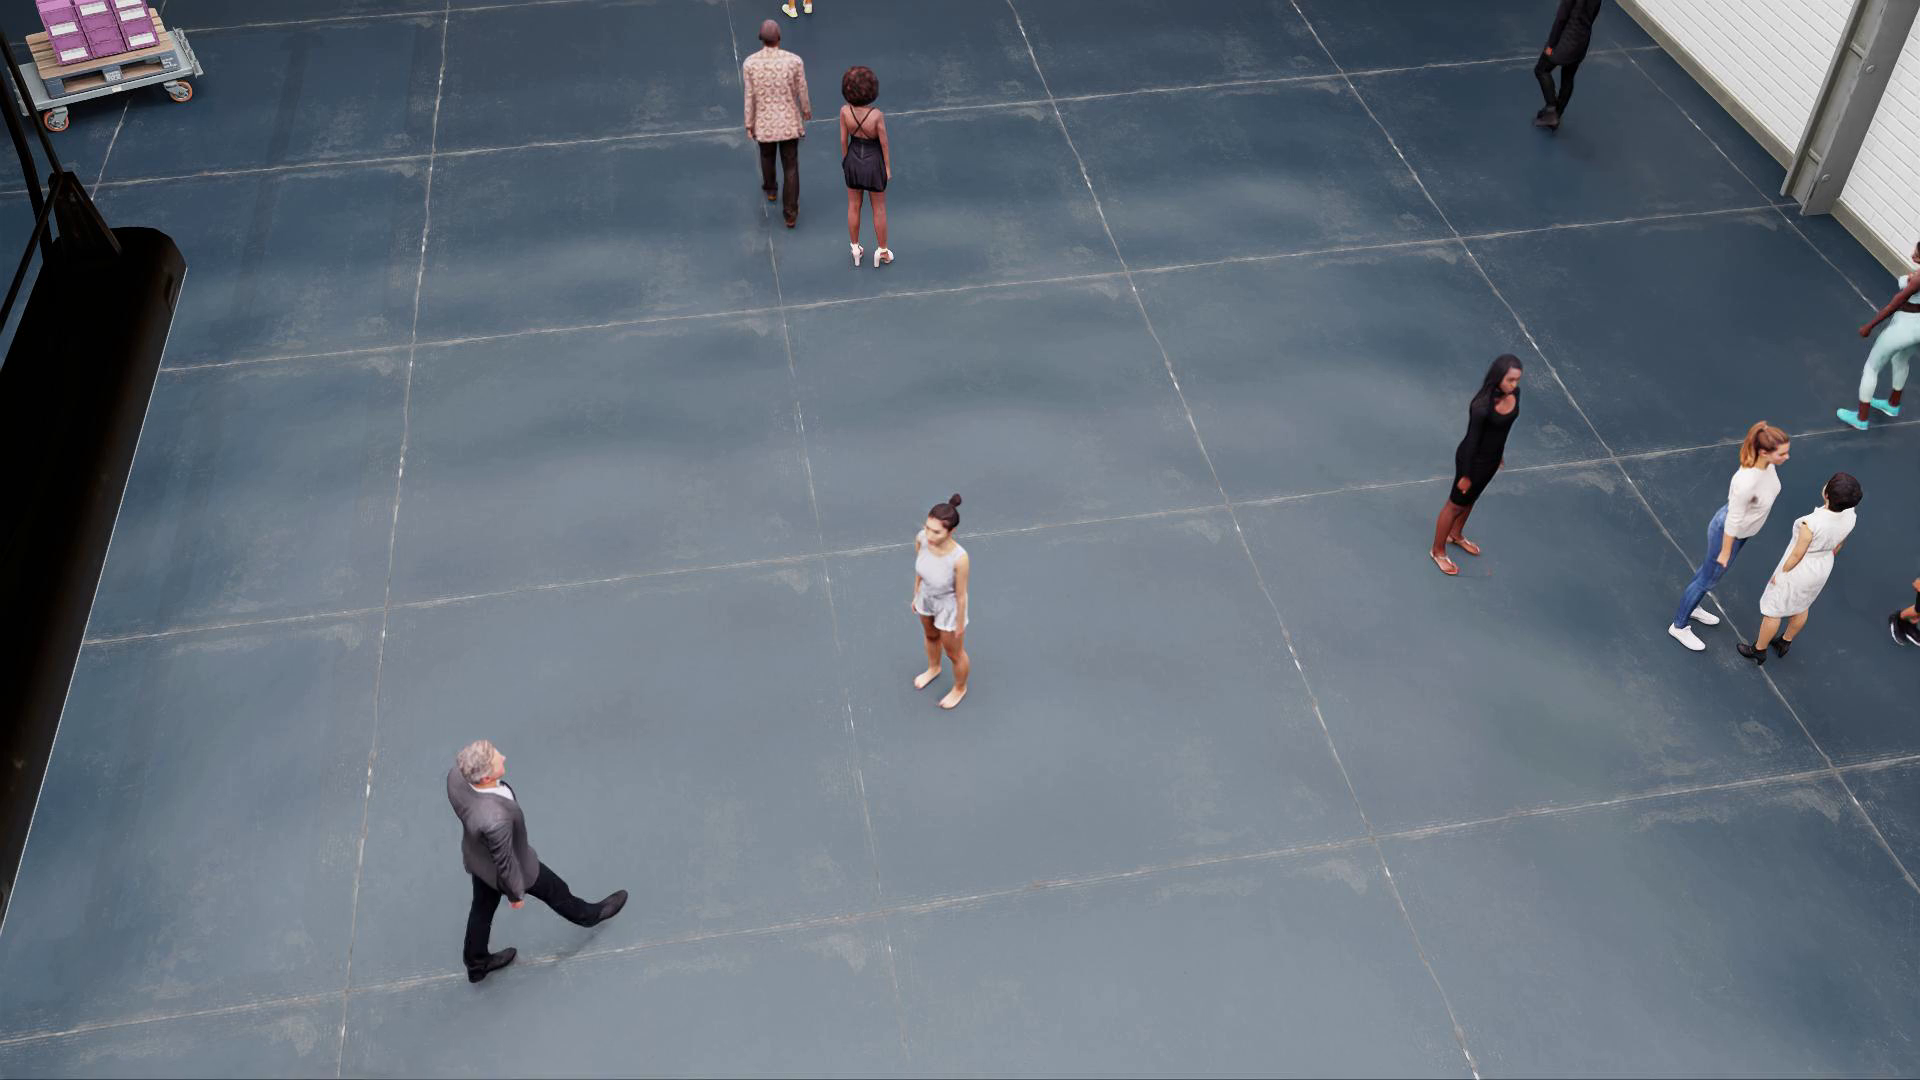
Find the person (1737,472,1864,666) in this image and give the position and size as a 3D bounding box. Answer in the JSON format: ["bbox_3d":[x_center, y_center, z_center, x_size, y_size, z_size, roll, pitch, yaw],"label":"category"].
[{"bbox_3d":[5.321,0.187,10.491,0.589,1.556,0.554,-13,45,-13],"label":"person"}]

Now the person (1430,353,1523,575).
[{"bbox_3d":[3.470,-0.531,11.125,0.687,1.721,0.693,-32,52,-29],"label":"person"}]

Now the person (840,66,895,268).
[{"bbox_3d":[-0.784,-3.061,13.732,0.648,1.788,0.664,10,45,11],"label":"person"}]

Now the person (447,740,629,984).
[{"bbox_3d":[-2.465,1.717,8.714,1.191,1.792,1.252,-31,52,-29],"label":"person"}]

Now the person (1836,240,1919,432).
[{"bbox_3d":[6.889,-1.491,12.158,0.742,1.686,0.715,-8,44,-8],"label":"person"}]

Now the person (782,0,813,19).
[{"bbox_3d":[-1.716,-6.275,17.104,0.626,1.791,0.628,-17,46,-17],"label":"person"}]

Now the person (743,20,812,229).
[{"bbox_3d":[-1.563,-3.507,14.205,0.802,1.781,1.025,1,44,1],"label":"person"}]

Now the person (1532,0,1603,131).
[{"bbox_3d":[5.661,-4.561,15.323,0.697,1.766,0.680,-16,46,-16],"label":"person"}]

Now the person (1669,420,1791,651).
[{"bbox_3d":[4.913,-0.047,10.618,0.728,1.719,0.685,30,51,28],"label":"person"}]

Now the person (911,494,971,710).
[{"bbox_3d":[-0.101,0.371,10.256,0.703,1.613,0.612,-34,53,-30],"label":"person"}]
